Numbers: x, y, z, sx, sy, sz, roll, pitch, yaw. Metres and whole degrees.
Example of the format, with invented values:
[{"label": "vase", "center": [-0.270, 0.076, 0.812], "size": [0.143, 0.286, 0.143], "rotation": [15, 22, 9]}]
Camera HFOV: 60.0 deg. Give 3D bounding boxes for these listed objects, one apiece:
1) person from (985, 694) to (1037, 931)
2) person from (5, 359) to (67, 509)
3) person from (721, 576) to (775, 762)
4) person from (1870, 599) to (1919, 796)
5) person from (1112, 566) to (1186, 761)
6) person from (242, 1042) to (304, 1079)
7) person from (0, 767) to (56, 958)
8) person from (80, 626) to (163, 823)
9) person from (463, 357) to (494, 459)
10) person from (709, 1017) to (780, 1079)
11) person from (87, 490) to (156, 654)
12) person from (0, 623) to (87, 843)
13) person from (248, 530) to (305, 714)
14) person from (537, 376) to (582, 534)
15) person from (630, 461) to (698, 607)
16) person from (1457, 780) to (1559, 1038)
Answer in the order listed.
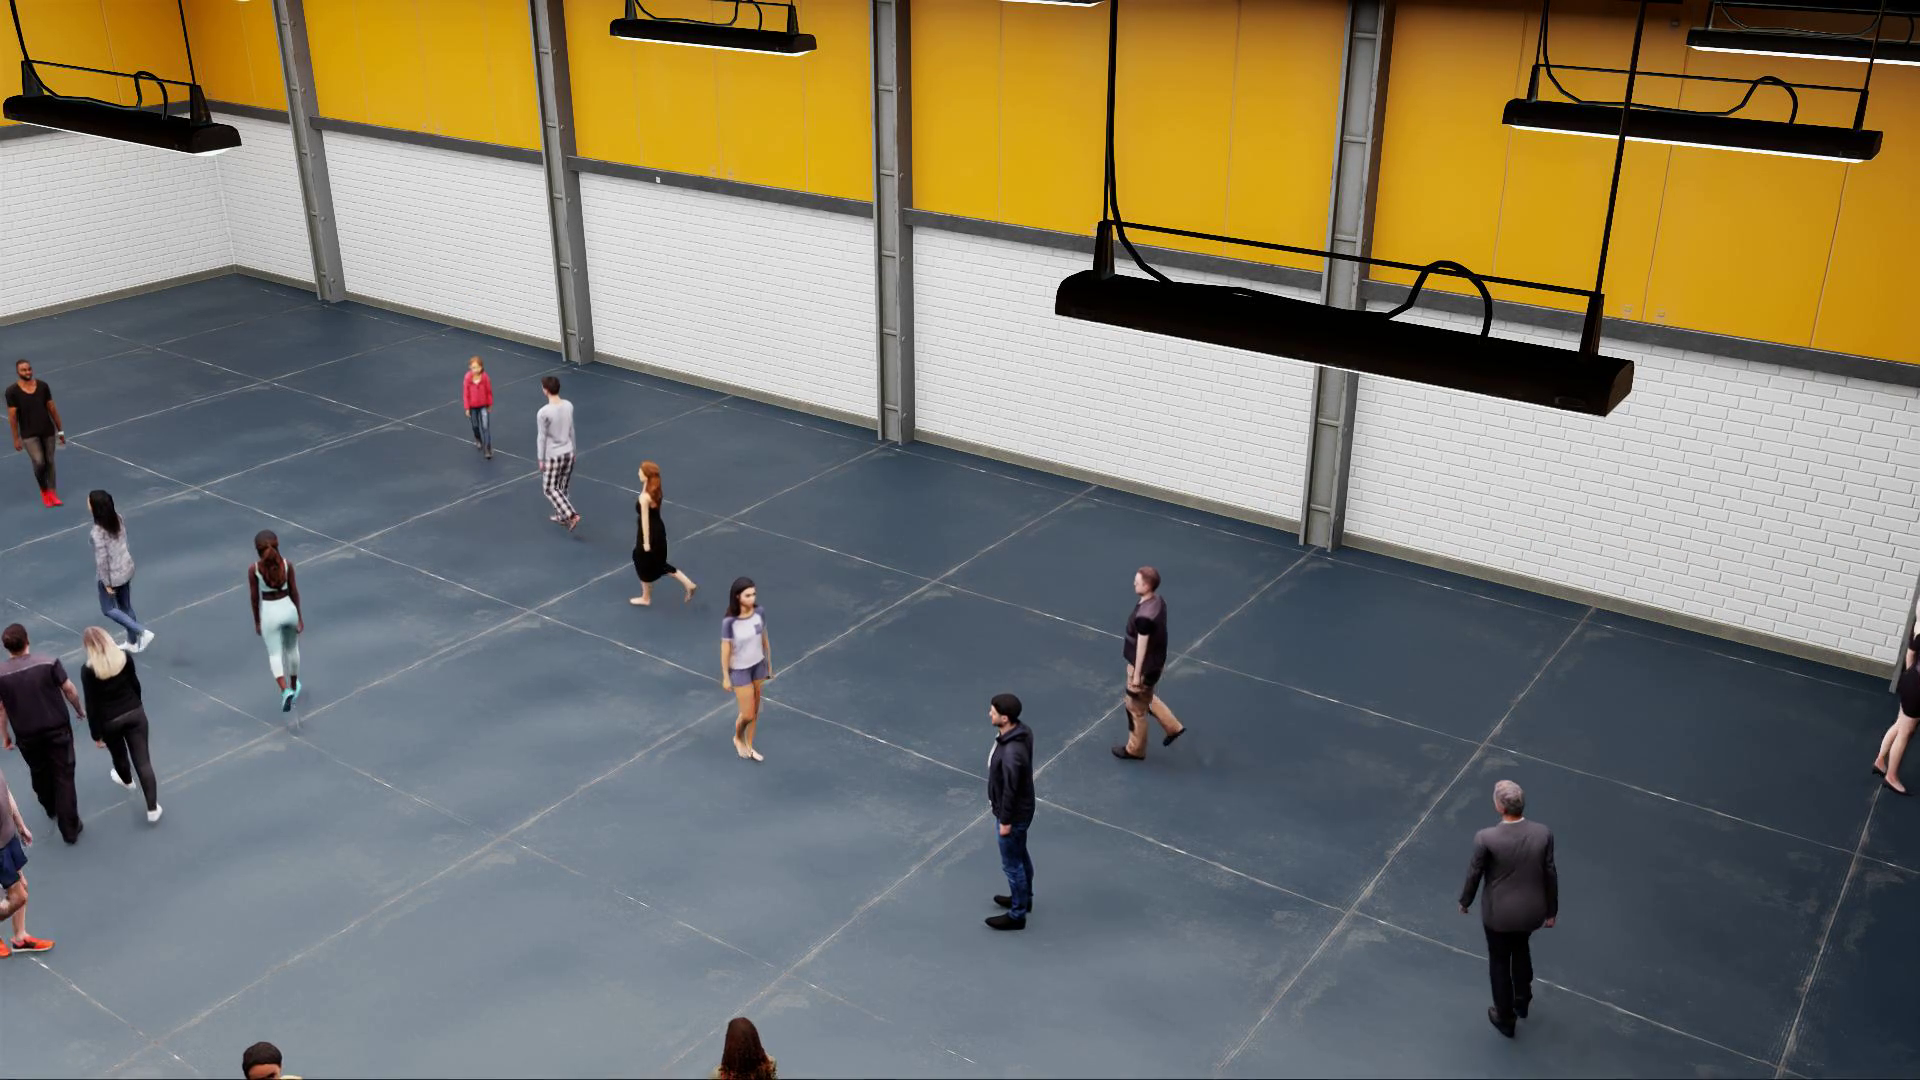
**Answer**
[{"label": "person", "center": [0.401, 1.956, 12.073], "size": [0.728, 1.888, 0.751], "rotation": [4, 24, 9]}, {"label": "person", "center": [-10.900, -1.281, 19.595], "size": [0.660, 1.795, 0.719], "rotation": [21, 31, 40]}, {"label": "person", "center": [-1.879, 1.091, 14.256], "size": [0.647, 1.723, 0.627], "rotation": [-22, 32, -40]}, {"label": "person", "center": [7.876, 1.241, 13.779], "size": [0.627, 1.830, 0.654], "rotation": [8, 25, 17]}, {"label": "person", "center": [1.668, 1.069, 14.181], "size": [0.926, 1.825, 0.819], "rotation": [8, 25, 18]}, {"label": "person", "center": [-3.680, 3.413, 9.026], "size": [0.658, 1.659, 0.646], "rotation": [-18, 29, -36]}, {"label": "person", "center": [-6.866, 2.142, 11.706], "size": [0.899, 1.841, 0.841], "rotation": [-1, 24, -3]}, {"label": "person", "center": [-6.727, 1.522, 13.378], "size": [0.782, 1.637, 1.147], "rotation": [-20, 31, -38]}, {"label": "person", "center": [-6.152, -1.718, 21.219], "size": [0.841, 1.294, 0.946], "rotation": [-6, 24, -14]}, {"label": "person", "center": [-1.209, 3.370, 9.389], "size": [0.822, 1.446, 1.058], "rotation": [-14, 27, -29]}, {"label": "person", "center": [-8.051, 0.336, 15.991], "size": [0.898, 1.718, 0.778], "rotation": [5, 24, 12]}, {"label": "person", "center": [-7.222, 1.537, 13.115], "size": [1.053, 1.821, 1.147], "rotation": [-8, 25, -17]}, {"label": "person", "center": [-6.153, 0.757, 15.041], "size": [0.881, 1.707, 1.072], "rotation": [-10, 26, -22]}, {"label": "person", "center": [-4.503, -0.945, 18.782], "size": [0.978, 1.829, 0.706], "rotation": [19, 30, 37]}, {"label": "person", "center": [-3.058, -0.026, 16.964], "size": [1.027, 1.603, 0.798], "rotation": [5, 24, 11]}, {"label": "person", "center": [3.687, 2.473, 10.999], "size": [0.869, 1.801, 0.947], "rotation": [2, 24, 5]}]
